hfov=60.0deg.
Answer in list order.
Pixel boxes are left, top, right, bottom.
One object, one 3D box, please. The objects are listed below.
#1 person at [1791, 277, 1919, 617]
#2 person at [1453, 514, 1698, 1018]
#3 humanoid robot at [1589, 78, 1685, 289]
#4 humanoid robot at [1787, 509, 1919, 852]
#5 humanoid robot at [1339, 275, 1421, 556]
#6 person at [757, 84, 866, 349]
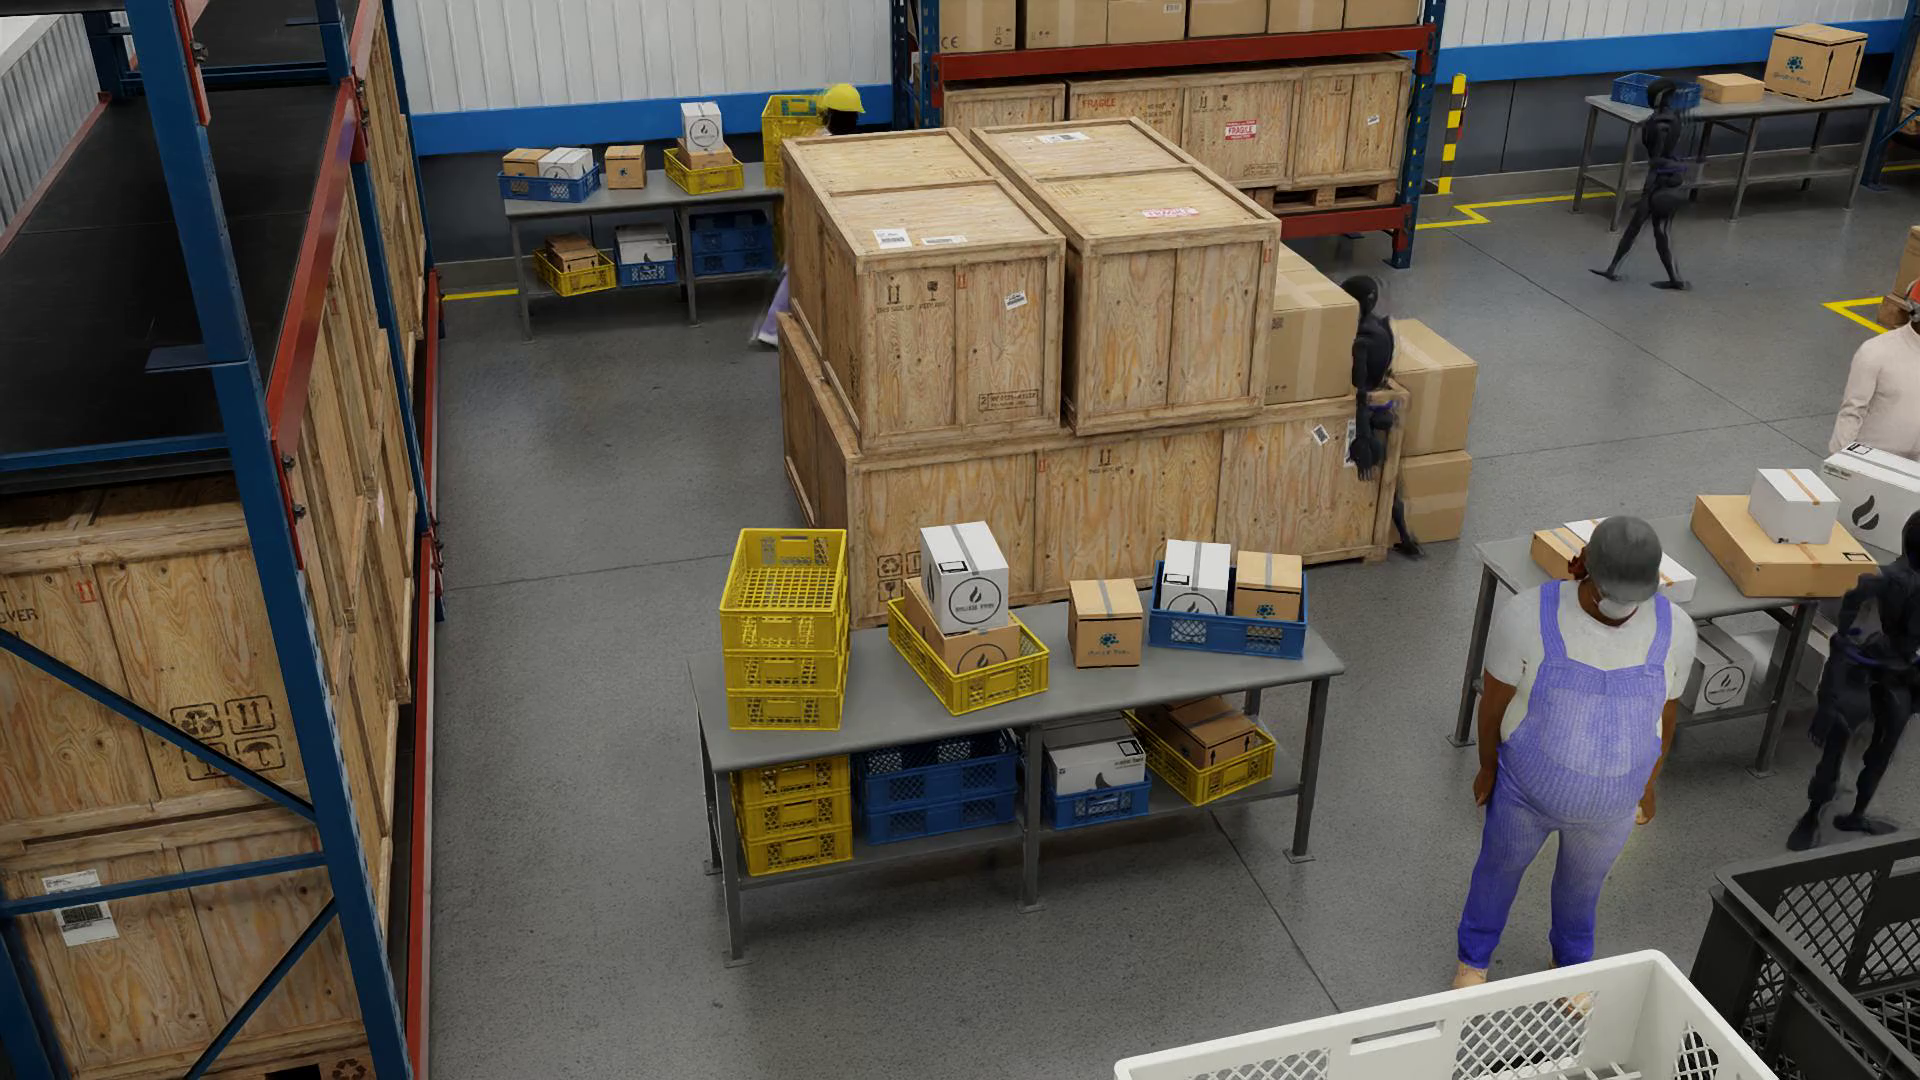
[{"bbox_3d":[4.481,-0.381,8.035,0.614,1.986,0.405,-6,29,-11],"label":"person"},{"bbox_3d":[2.139,0.818,5.797,0.681,2.000,0.538,3,29,6],"label":"person"},{"bbox_3d":[5.259,-2.663,12.542,0.750,1.623,0.603,5,29,9],"label":"humanoid robot"},{"bbox_3d":[3.713,0.578,6.624,0.649,1.635,0.372,-2,29,-3],"label":"humanoid robot"},{"bbox_3d":[2.157,-0.632,8.869,0.816,1.596,0.701,11,31,19],"label":"humanoid robot"},{"bbox_3d":[-0.973,-2.201,11.480,1.017,1.855,0.579,-9,30,-16],"label":"person"}]
